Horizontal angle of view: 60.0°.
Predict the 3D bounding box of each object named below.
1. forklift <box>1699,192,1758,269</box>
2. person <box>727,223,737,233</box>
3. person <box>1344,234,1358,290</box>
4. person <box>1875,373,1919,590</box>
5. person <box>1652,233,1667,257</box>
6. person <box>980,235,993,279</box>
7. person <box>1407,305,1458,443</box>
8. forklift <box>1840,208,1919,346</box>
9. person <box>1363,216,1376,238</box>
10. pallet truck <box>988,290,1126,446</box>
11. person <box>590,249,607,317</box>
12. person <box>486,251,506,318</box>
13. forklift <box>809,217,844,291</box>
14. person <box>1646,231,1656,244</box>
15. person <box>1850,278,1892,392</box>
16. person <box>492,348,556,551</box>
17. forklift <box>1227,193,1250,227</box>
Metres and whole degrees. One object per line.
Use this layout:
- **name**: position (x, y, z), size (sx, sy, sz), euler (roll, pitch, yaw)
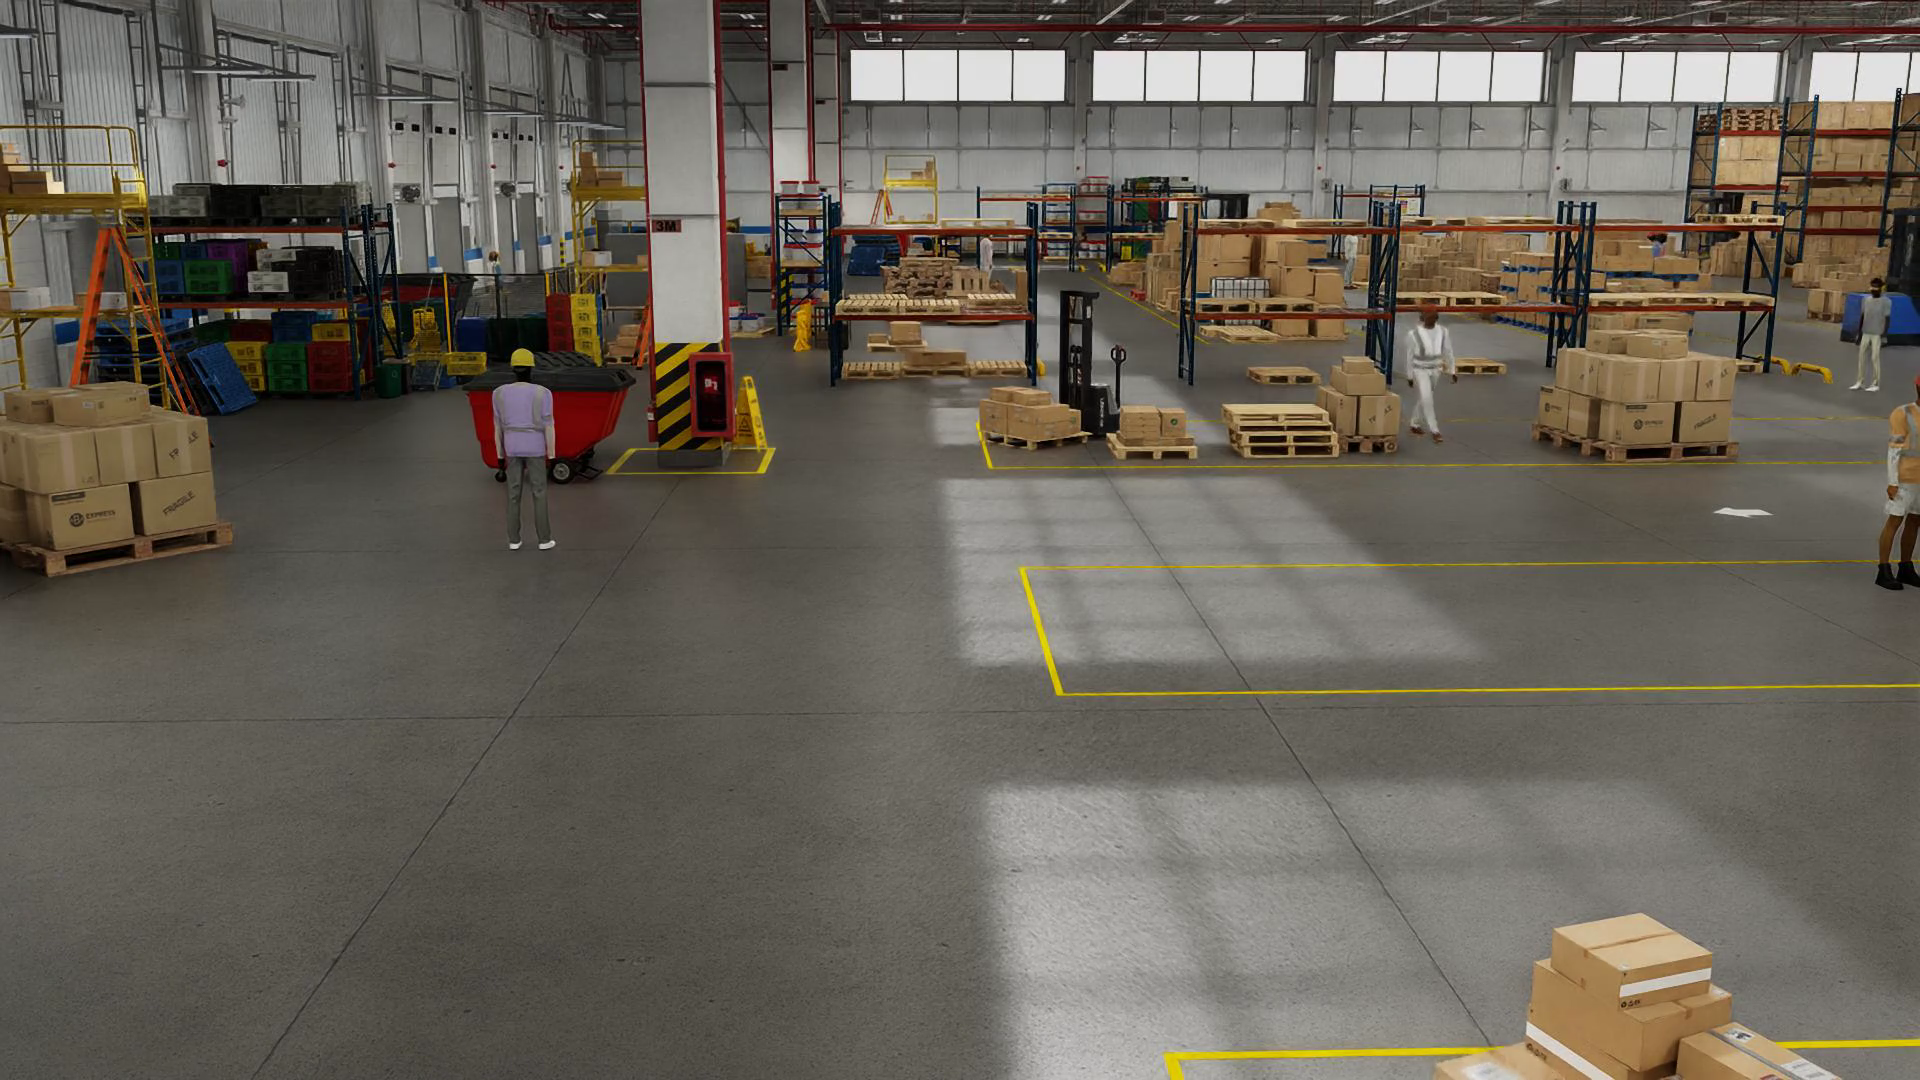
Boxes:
- **forklift**: position (27.947, -11.204, 60.305), size (1.873, 2.768, 1.129), euler (0, 12, -2)
- **person**: position (-7.441, -9.466, 54.717), size (0.799, 1.895, 0.499), euler (-4, 13, -19)
- **person**: position (11.945, -8.616, 50.764), size (0.367, 1.939, 0.635), euler (10, 16, 39)
- **person**: position (8.207, -0.528, 14.274), size (0.543, 1.928, 0.373), euler (-4, 13, -16)
- **person**: position (20.041, -7.894, 47.775), size (0.505, 1.816, 0.741), euler (9, 15, 35)
- **person**: position (0.783, -7.991, 47.945), size (0.372, 1.940, 0.629), euler (-5, 13, -20)
- **person**: position (6.240, -2.224, 22.185), size (0.587, 1.826, 1.037), euler (-3, 13, -15)
- **forklift**: position (19.286, -5.370, 33.965), size (1.873, 2.768, 1.129), euler (0, 12, -2)
- **person**: position (14.893, -10.732, 60.194), size (0.612, 1.995, 0.382), euler (3, 13, 15)
- **pallet truck**: position (1.257, -2.299, 22.111), size (1.885, 1.965, 0.823), euler (-9, 15, -35)
- **person**: position (-8.946, -6.346, 41.076), size (0.533, 1.693, 0.319), euler (8, 15, 33)
- **person**: position (-11.436, -6.266, 40.859), size (0.527, 1.630, 0.321), euler (11, 17, 42)
- **forklift**: position (-4.375, -8.619, 48.637), size (1.873, 2.768, 1.129), euler (0, 12, -2)
- **person**: position (20.382, -8.148, 48.780), size (0.849, 1.895, 0.567), euler (8, 15, 33)
- **person**: position (14.925, -3.357, 27.217), size (0.321, 1.859, 0.512), euler (-7, 14, -29)
- **person**: position (-4.116, -0.854, 15.782), size (0.583, 1.918, 0.408), euler (1, 12, 2)
- **forklift**: position (9.411, -10.335, 56.383), size (1.873, 2.768, 1.129), euler (11, 16, 40)
